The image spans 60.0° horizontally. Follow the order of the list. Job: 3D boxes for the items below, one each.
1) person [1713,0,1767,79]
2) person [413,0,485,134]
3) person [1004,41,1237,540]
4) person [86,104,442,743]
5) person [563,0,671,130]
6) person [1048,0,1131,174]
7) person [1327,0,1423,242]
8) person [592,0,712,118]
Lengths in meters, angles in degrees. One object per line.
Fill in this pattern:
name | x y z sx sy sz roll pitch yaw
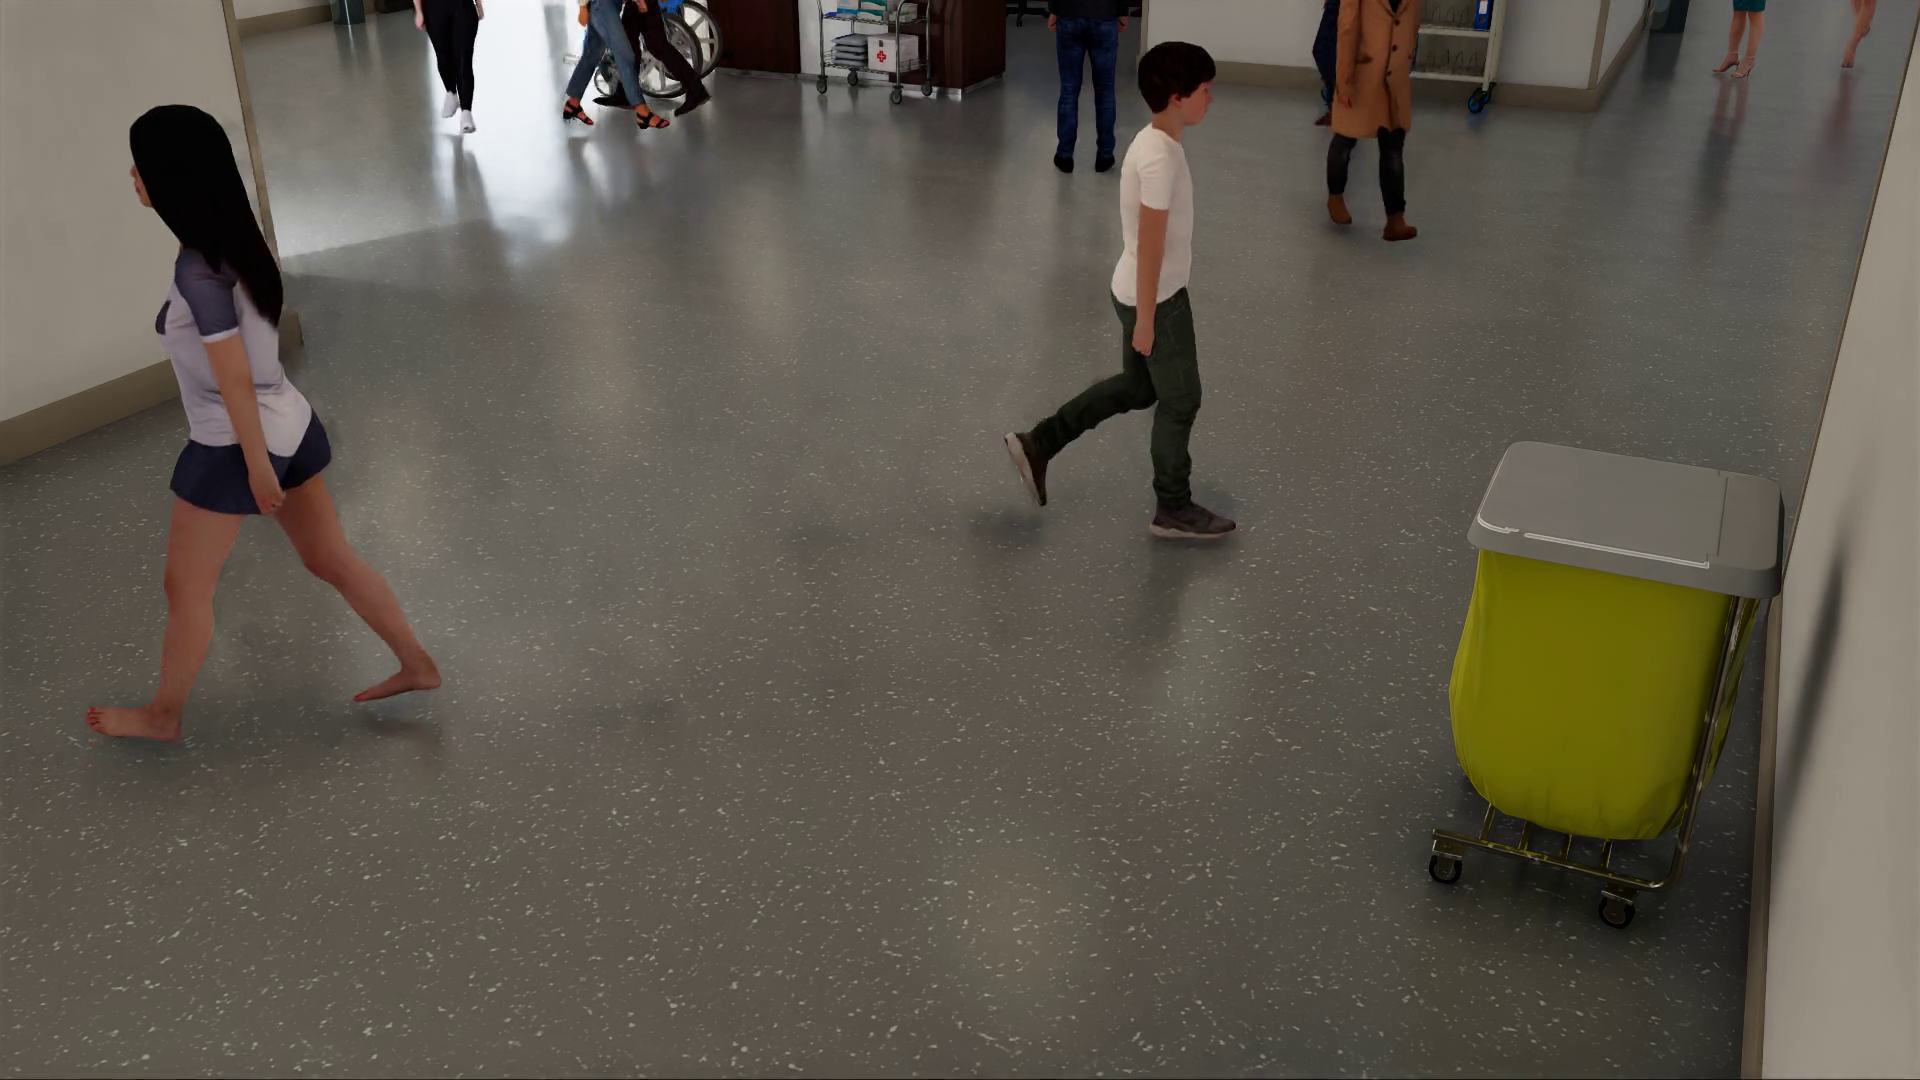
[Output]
person | 6.298 -4.541 13.160 0.653 1.692 0.617 -6 26 -12
person | -3.471 -3.580 11.305 1.206 1.572 1.174 -5 26 -11
person | 0.535 -0.759 5.388 1.094 1.630 0.812 2 26 4
person | -1.731 -0.233 4.272 1.188 1.652 1.026 -5 26 -9
person | -2.494 -3.601 11.275 1.096 1.637 0.774 6 26 12
person | 0.780 -3.217 10.180 0.667 1.895 0.813 0 26 1
person | 2.139 -2.451 8.789 1.159 1.681 1.141 -5 26 -11
person | -2.155 -3.908 11.670 1.254 1.845 0.899 4 26 8
